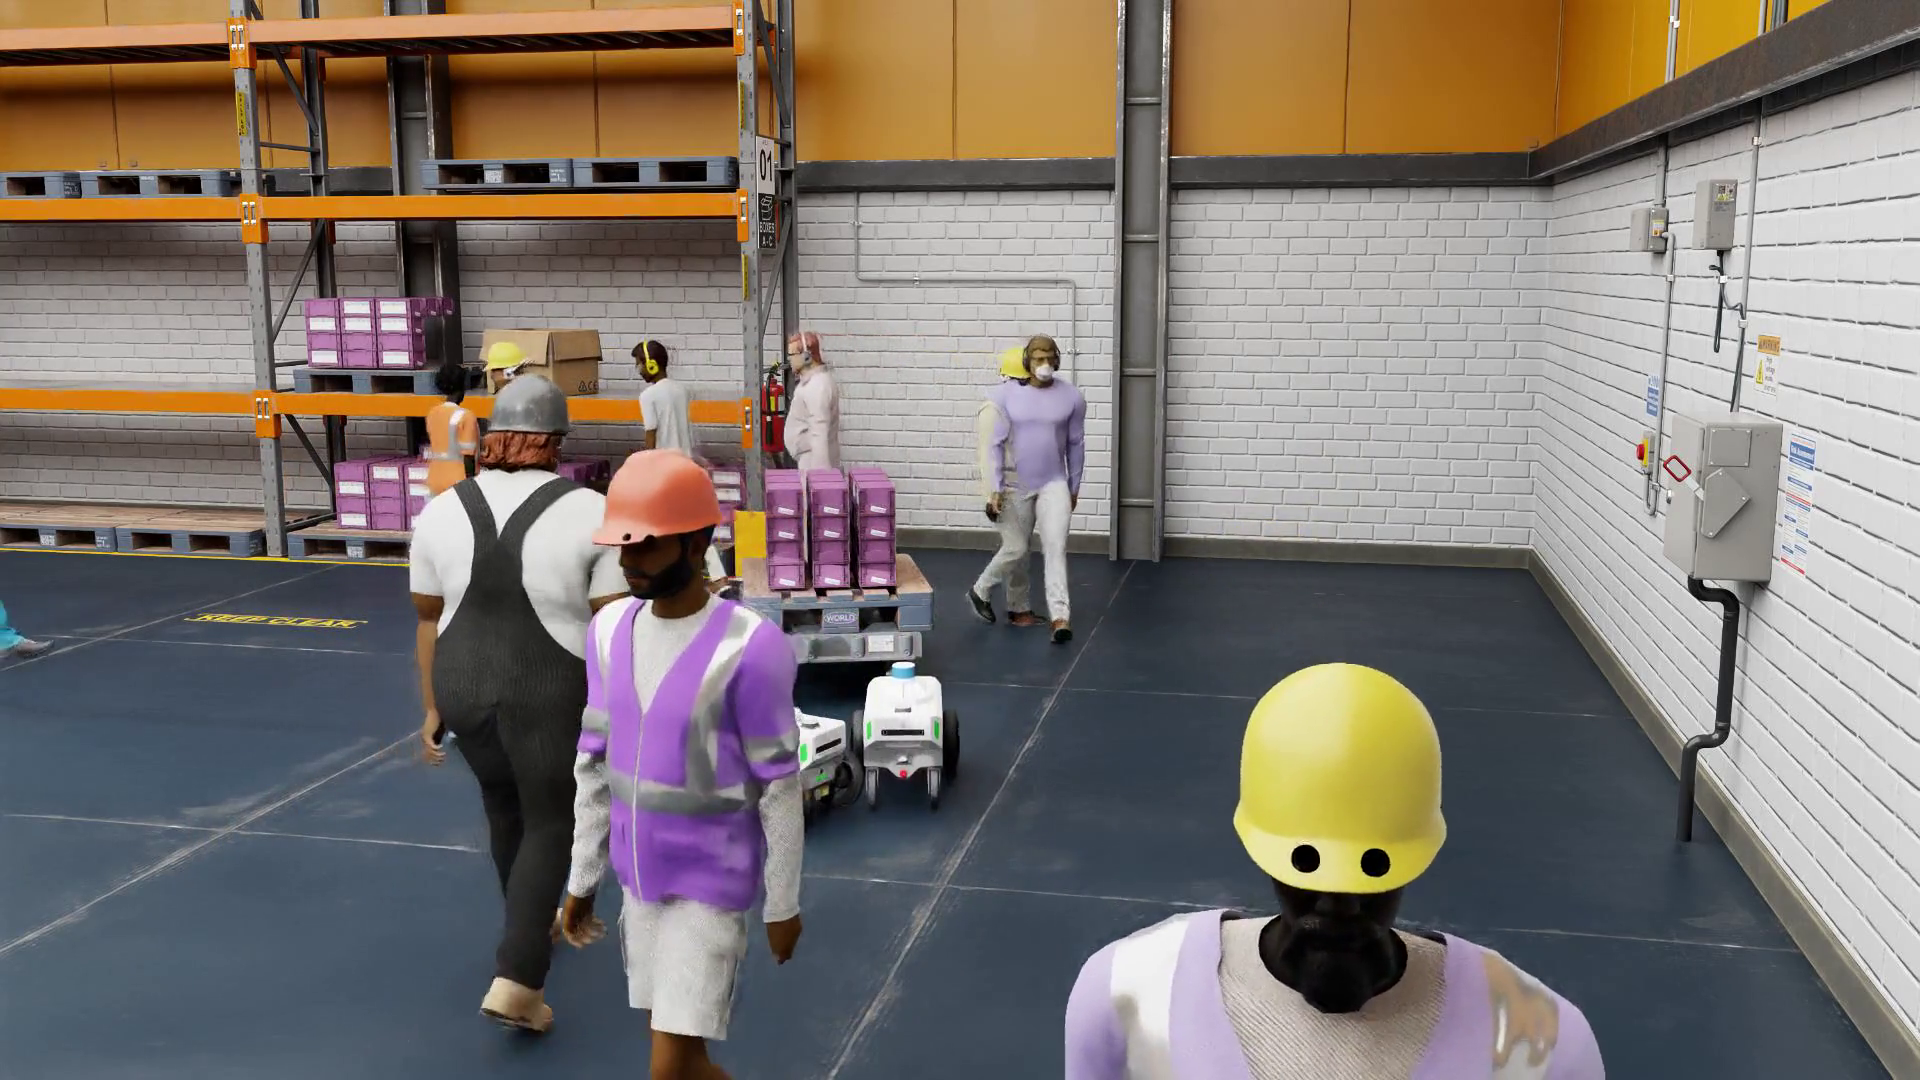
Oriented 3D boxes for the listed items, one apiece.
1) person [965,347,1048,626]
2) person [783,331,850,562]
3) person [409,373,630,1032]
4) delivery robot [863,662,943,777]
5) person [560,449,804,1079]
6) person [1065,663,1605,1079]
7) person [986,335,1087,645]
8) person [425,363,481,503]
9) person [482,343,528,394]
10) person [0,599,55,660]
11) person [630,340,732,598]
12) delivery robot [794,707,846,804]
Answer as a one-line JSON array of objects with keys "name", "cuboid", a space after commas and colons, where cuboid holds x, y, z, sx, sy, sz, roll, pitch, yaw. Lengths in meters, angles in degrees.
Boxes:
[{"name": "person", "cuboid": [0.342, -0.318, 10.557, 0.452, 1.808, 0.677, 5, 11, 27]}, {"name": "person", "cuboid": [-0.907, -0.534, 11.673, 0.820, 1.868, 0.678, 0, 9, -2]}, {"name": "person", "cuboid": [-1.376, 0.452, 5.185, 0.680, 2.000, 0.954, 2, 10, 10]}, {"name": "delivery robot", "cuboid": [-0.248, 0.785, 7.364, 0.477, 0.478, 0.707, 0, 9, -1]}, {"name": "person", "cuboid": [-0.645, 0.753, 3.719, 0.555, 1.918, 0.407, 7, 12, 36]}, {"name": "person", "cuboid": [0.388, 1.078, 1.808, 0.619, 1.899, 0.751, 1, 10, 9]}, {"name": "person", "cuboid": [0.478, -0.319, 10.310, 0.639, 1.882, 1.036, -1, 9, -3]}, {"name": "person", "cuboid": [-3.367, -0.365, 11.254, 0.560, 1.669, 0.571, 8, 12, 39]}, {"name": "person", "cuboid": [-3.027, -0.449, 11.398, 0.777, 1.782, 0.642, -2, 10, -10]}, {"name": "person", "cuboid": [-5.880, -0.127, 9.493, 1.043, 1.783, 0.556, -4, 10, -21]}, {"name": "person", "cuboid": [-1.962, -0.461, 11.386, 0.943, 1.817, 0.557, 6, 11, 32]}, {"name": "delivery robot", "cuboid": [-0.839, 0.844, 7.004, 0.707, 0.478, 0.477, 6, 11, 30]}]
